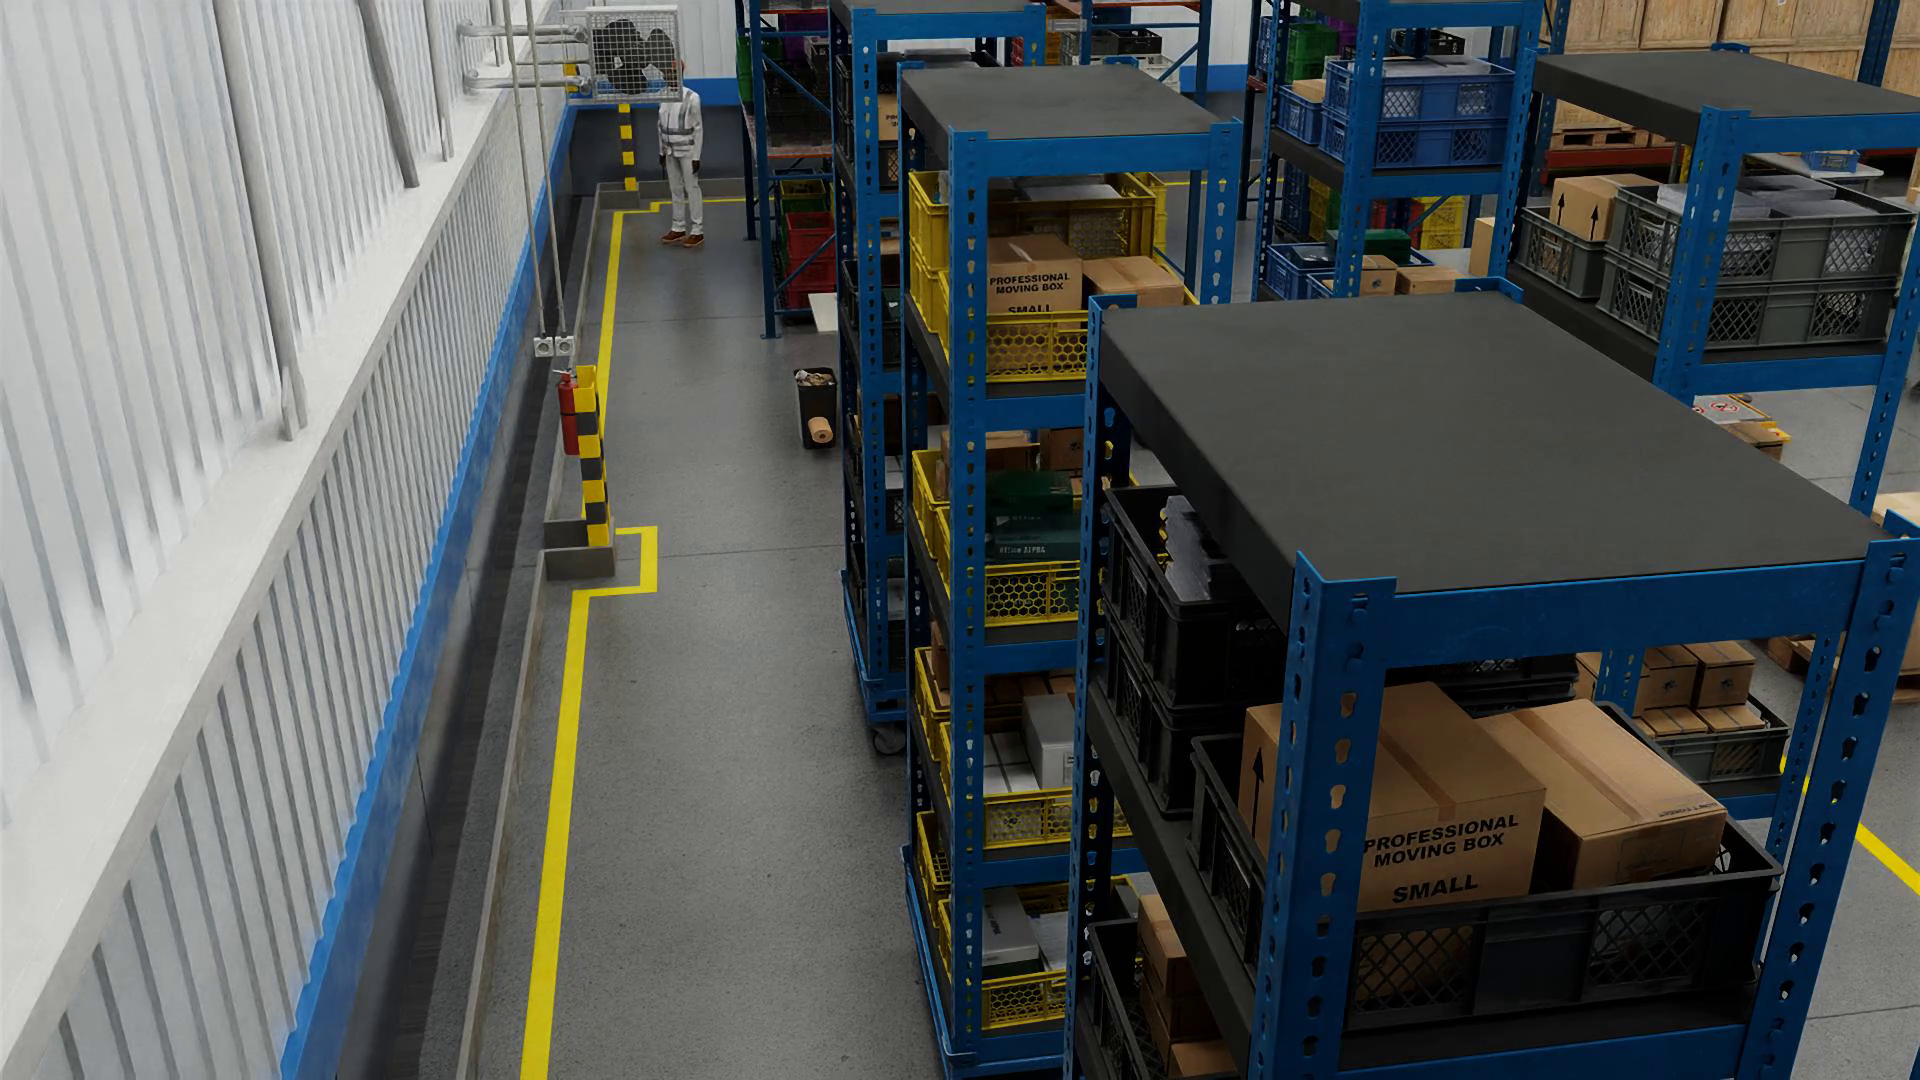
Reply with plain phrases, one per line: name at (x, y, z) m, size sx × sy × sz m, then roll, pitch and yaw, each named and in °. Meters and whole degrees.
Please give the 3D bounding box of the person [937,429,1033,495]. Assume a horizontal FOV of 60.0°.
person at (0.194, 0.265, 7.657) m, size 0.618 × 1.988 × 0.406 m, roll 4°, pitch 25°, yaw 8°

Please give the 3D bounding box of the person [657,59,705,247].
person at (-2.850, -3.935, 16.906) m, size 0.579 × 1.883 × 0.352 m, roll 17°, pitch 30°, yaw 32°
